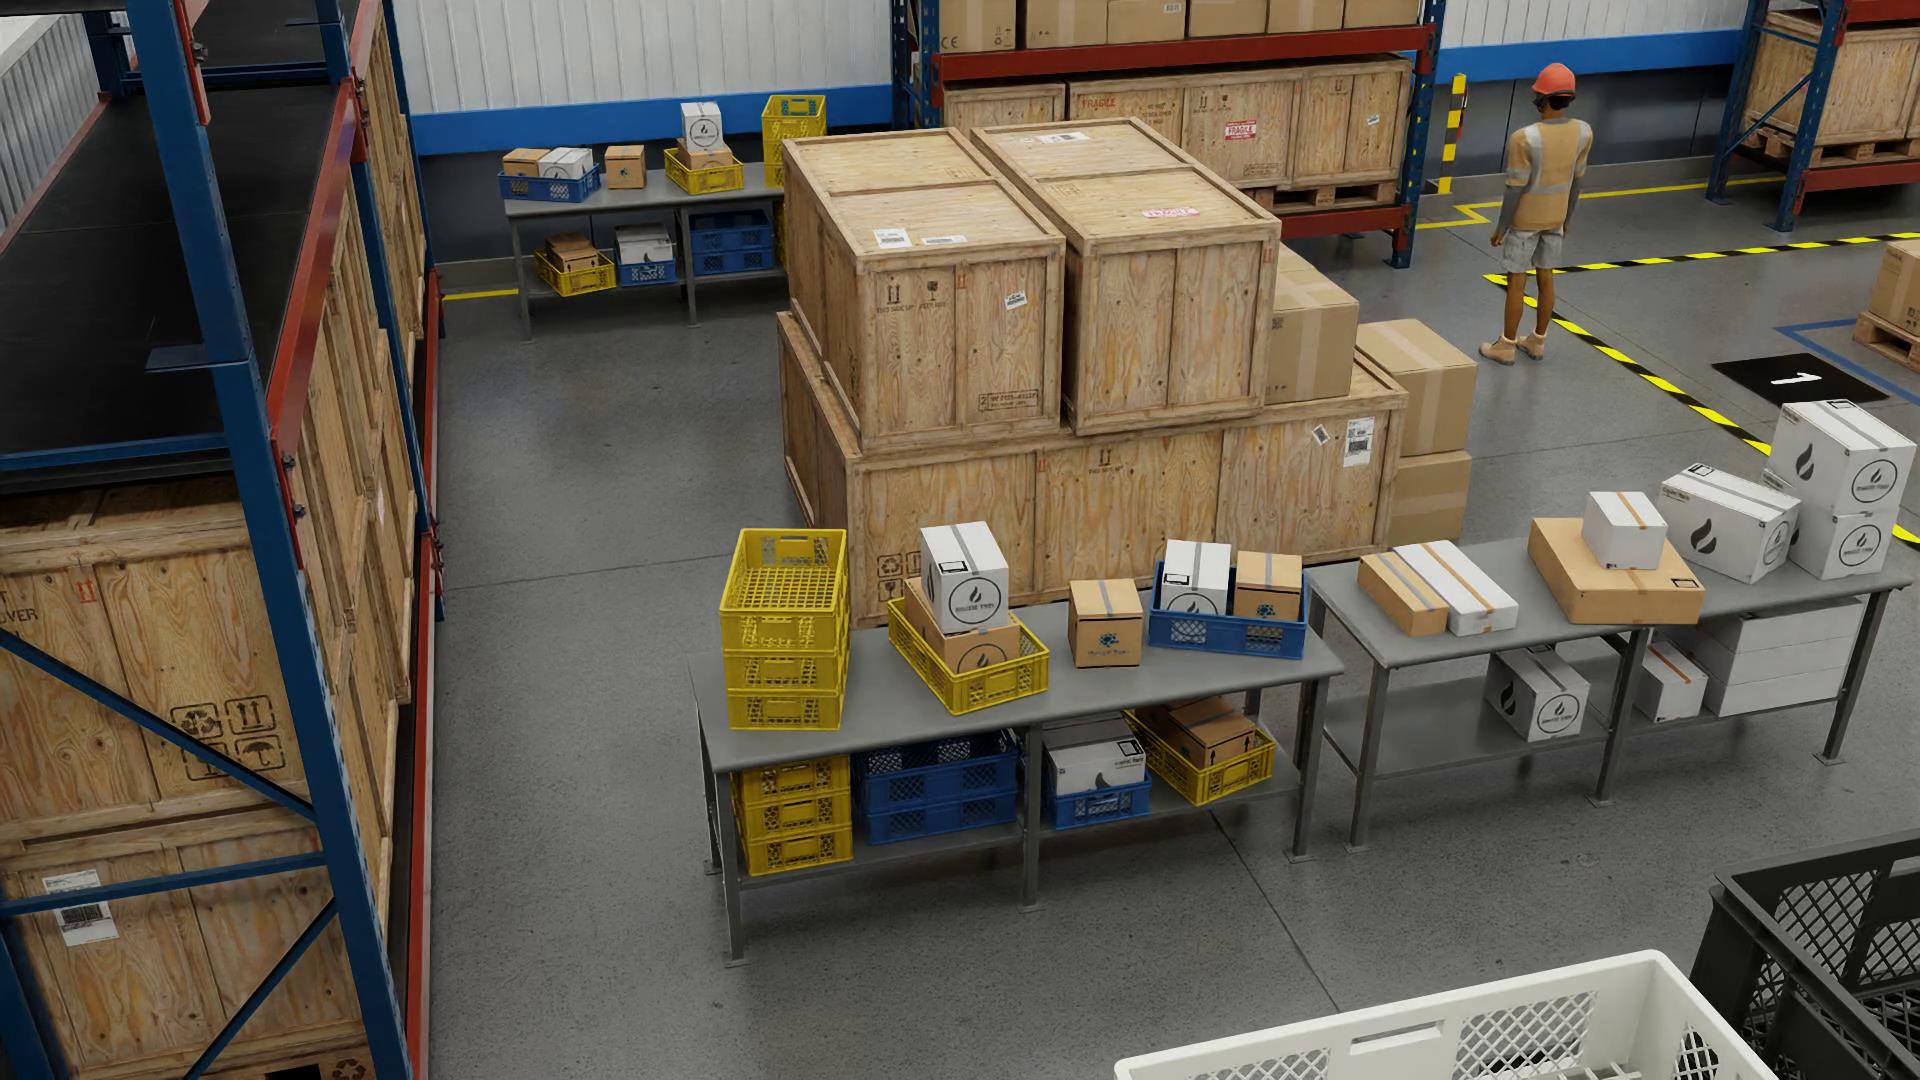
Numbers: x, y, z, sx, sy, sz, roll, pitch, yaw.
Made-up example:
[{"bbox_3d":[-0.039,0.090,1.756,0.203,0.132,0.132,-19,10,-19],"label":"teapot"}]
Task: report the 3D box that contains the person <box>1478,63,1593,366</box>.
[{"bbox_3d":[3.874,-2.176,11.229,0.604,2.045,0.378,-9,30,-16],"label":"person"}]
